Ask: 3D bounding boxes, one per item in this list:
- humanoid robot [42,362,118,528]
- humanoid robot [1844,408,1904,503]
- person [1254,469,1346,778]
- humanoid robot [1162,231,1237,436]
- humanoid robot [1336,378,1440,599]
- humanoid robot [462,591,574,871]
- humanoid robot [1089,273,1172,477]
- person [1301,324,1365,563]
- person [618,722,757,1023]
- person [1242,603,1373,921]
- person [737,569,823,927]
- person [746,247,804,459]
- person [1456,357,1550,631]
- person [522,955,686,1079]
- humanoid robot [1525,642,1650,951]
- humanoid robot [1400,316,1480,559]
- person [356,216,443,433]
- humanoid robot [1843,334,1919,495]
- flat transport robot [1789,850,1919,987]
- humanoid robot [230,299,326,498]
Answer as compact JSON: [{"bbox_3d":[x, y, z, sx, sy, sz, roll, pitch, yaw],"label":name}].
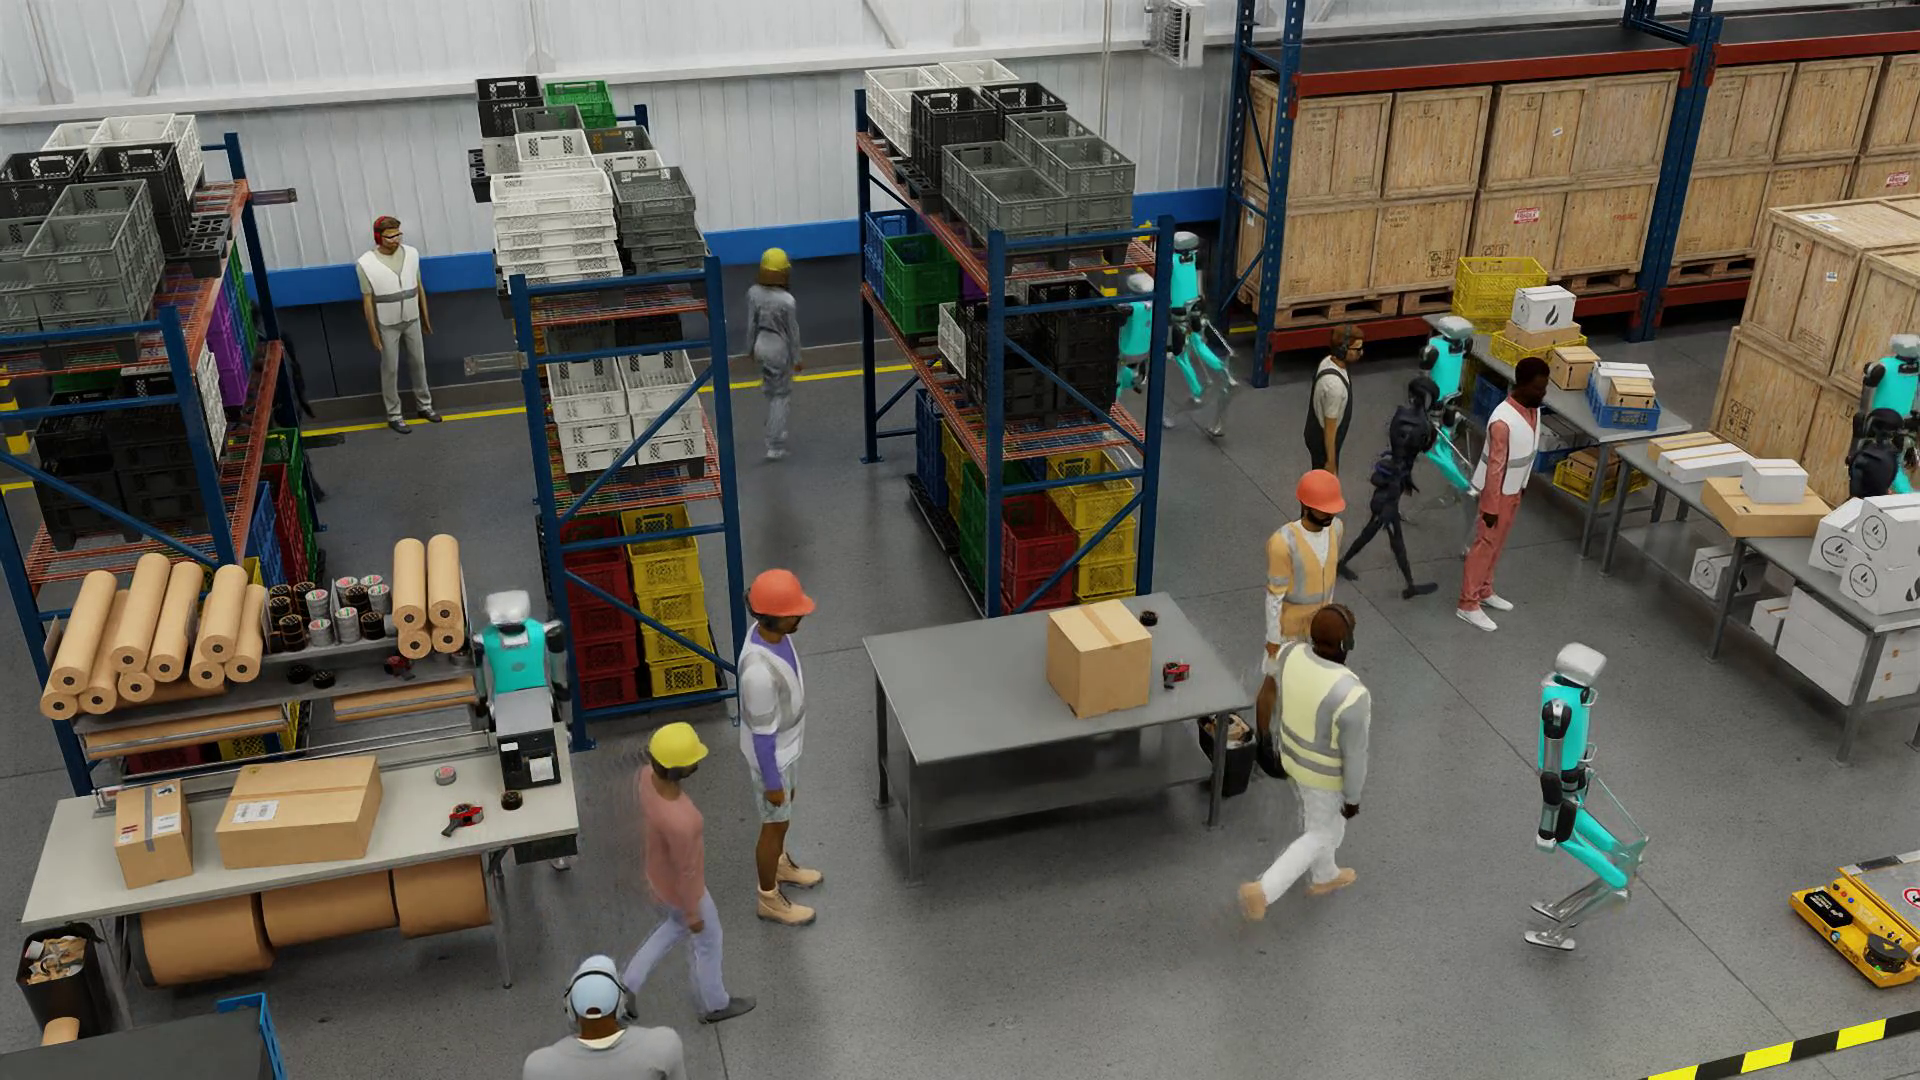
[{"bbox_3d":[-6.482,-0.964,12.491,0.602,1.622,0.789,-4,29,-8],"label":"humanoid robot"},{"bbox_3d":[5.899,-0.041,10.782,0.614,1.640,0.482,-18,33,-29],"label":"humanoid robot"},{"bbox_3d":[1.972,0.466,9.581,0.542,1.939,0.365,-19,34,-31],"label":"person"},{"bbox_3d":[2.002,-1.575,13.549,0.554,1.743,0.939,-24,37,-36],"label":"humanoid robot"},{"bbox_3d":[2.993,-0.371,11.422,0.788,1.633,0.590,12,31,21],"label":"humanoid robot"},{"bbox_3d":[-2.358,0.929,8.935,0.531,1.724,0.955,-11,31,-18],"label":"humanoid robot"},{"bbox_3d":[1.182,-1.342,13.106,0.551,1.721,0.993,-20,35,-32],"label":"humanoid robot"},{"bbox_3d":[2.604,-0.666,11.750,0.345,1.837,0.508,2,29,4],"label":"person"},{"bbox_3d":[-1.340,1.589,7.729,0.621,1.746,0.527,-16,33,-27],"label":"person"},{"bbox_3d":[1.784,1.155,8.466,0.759,1.810,0.638,-13,31,-23],"label":"person"},{"bbox_3d":[-0.905,1.042,8.435,0.403,2.037,0.612,1,29,2],"label":"person"},{"bbox_3d":[-1.495,-1.496,13.382,0.488,1.760,0.395,20,34,32],"label":"person"},{"bbox_3d":[3.604,-0.336,11.062,0.372,1.915,0.593,19,34,31],"label":"person"},{"bbox_3d":[-1.299,2.316,6.303,0.590,1.851,0.400,-8,30,-13],"label":"person"},{"bbox_3d":[3.114,1.308,8.117,0.735,1.677,0.533,15,32,26],"label":"humanoid robot"},{"bbox_3d":[3.604,-0.693,12.005,0.549,1.808,1.073,-21,35,-33],"label":"humanoid robot"},{"bbox_3d":[-4.676,-1.808,13.826,0.387,1.836,0.564,23,36,36],"label":"person"},{"bbox_3d":[6.559,-0.454,11.486,0.548,1.793,0.926,-8,30,-14],"label":"humanoid robot"},{"bbox_3d":[5.163,1.916,8.676,1.431,0.231,0.659,-8,30,-14],"label":"flat transport robot"},{"bbox_3d":[-5.217,-1.017,12.561,0.614,1.634,0.421,-20,35,-32],"label":"humanoid robot"}]
